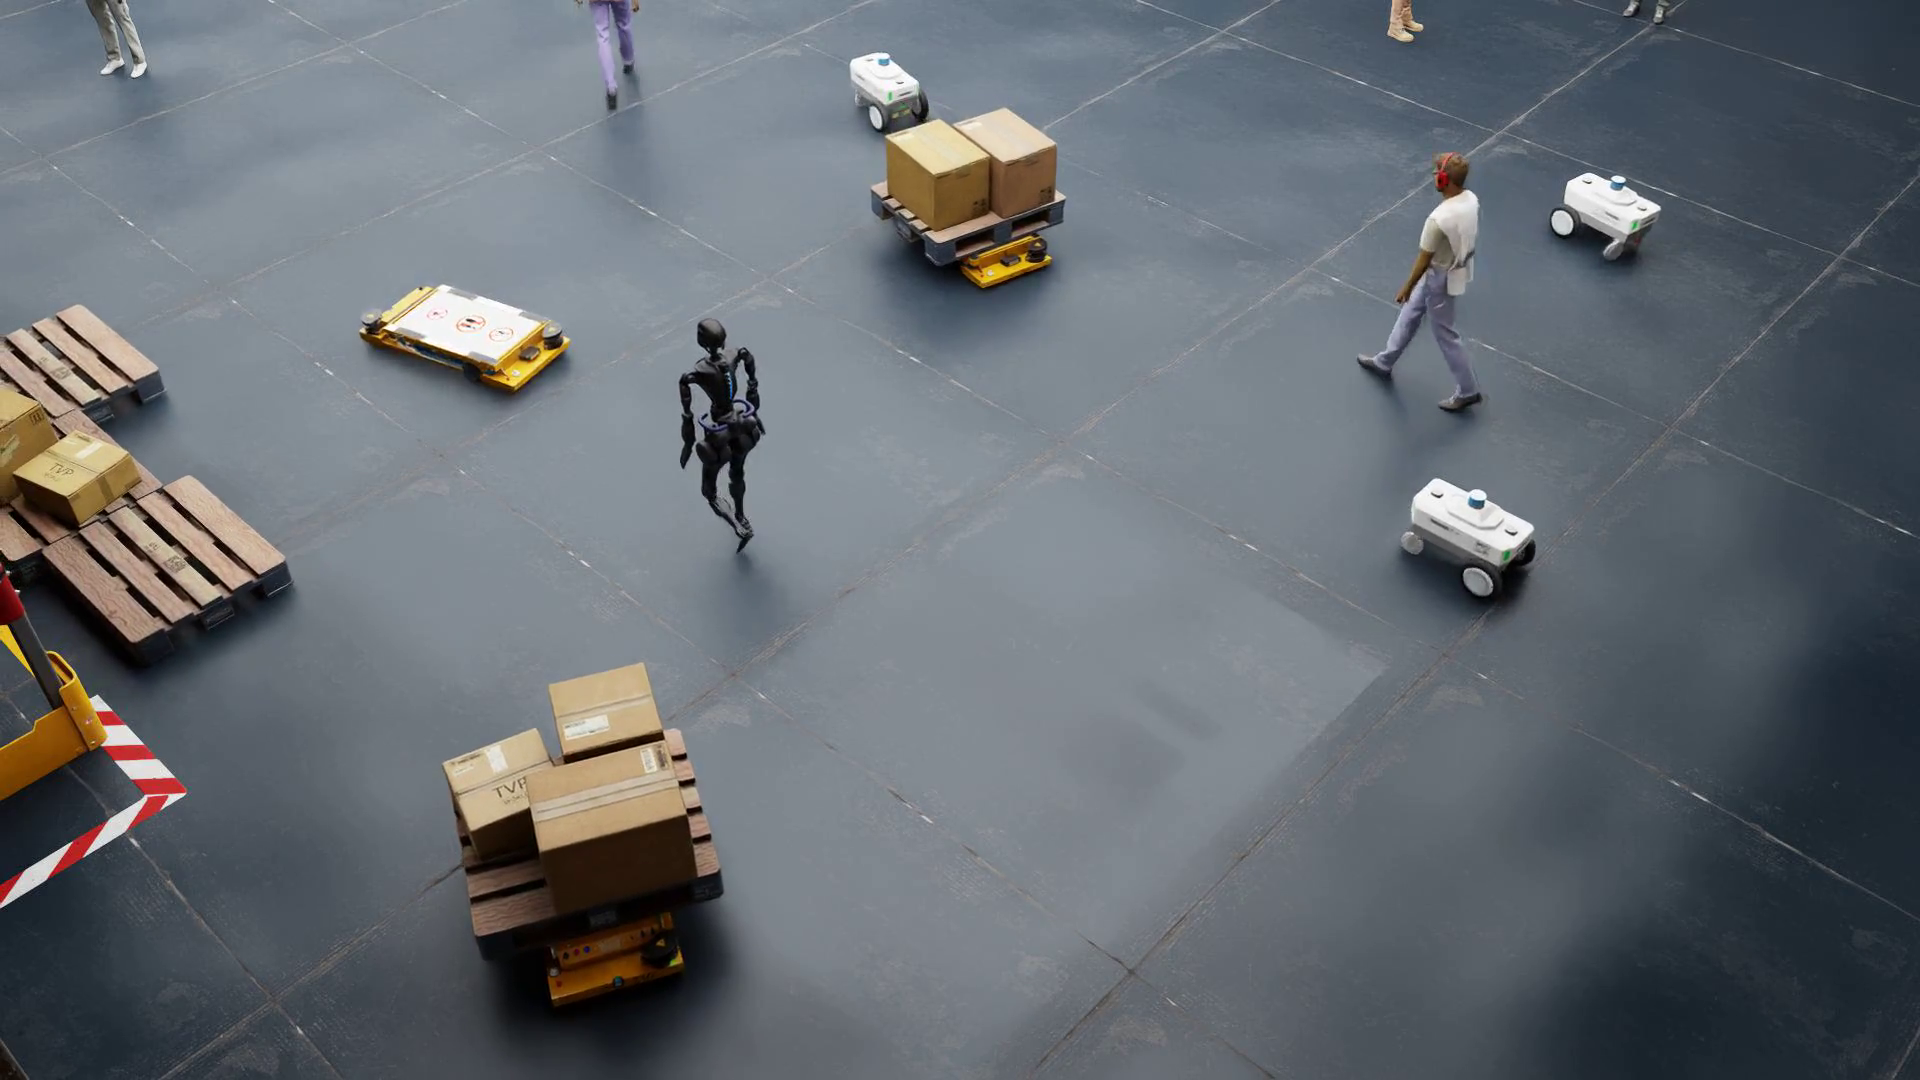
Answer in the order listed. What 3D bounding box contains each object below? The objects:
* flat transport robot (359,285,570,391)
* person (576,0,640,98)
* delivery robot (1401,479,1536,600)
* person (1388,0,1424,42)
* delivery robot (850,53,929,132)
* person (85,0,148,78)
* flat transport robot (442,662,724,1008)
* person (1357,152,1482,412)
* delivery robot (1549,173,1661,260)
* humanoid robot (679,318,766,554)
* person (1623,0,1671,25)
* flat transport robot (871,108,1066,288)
[{"bbox_3d":[-3.644,-1.513,12.208,1.431,0.231,0.659,19,45,20],"label":"flat transport robot"},{"bbox_3d":[-3.152,-4.900,14.828,0.584,1.799,0.935,-5,42,-6],"label":"person"},{"bbox_3d":[3.182,-0.056,10.359,0.747,0.572,0.499,32,51,30],"label":"delivery robot"},{"bbox_3d":[4.322,-5.583,15.626,0.315,1.746,0.490,24,47,25],"label":"person"},{"bbox_3d":[-0.650,-3.998,14.770,0.502,0.614,0.785,-24,47,-25],"label":"delivery robot"},{"bbox_3d":[-7.790,-4.996,15.054,0.512,1.638,0.310,10,43,11],"label":"person"},{"bbox_3d":[-1.907,1.705,8.631,0.659,0.231,1.431,-13,44,-14],"label":"flat transport robot"},{"bbox_3d":[3.312,-1.769,11.364,0.951,1.775,0.562,21,46,22],"label":"person"},{"bbox_3d":[5.130,-2.615,13.231,0.504,0.611,0.783,-27,48,-27],"label":"delivery robot"},{"bbox_3d":[-1.403,-0.643,10.190,0.591,1.639,0.534,-31,50,-30],"label":"humanoid robot"},{"bbox_3d":[6.784,-5.890,15.905,0.567,1.832,0.402,19,45,20],"label":"person"},{"bbox_3d":[0.056,-2.498,13.302,0.659,0.231,1.431,-24,47,-24],"label":"flat transport robot"}]
